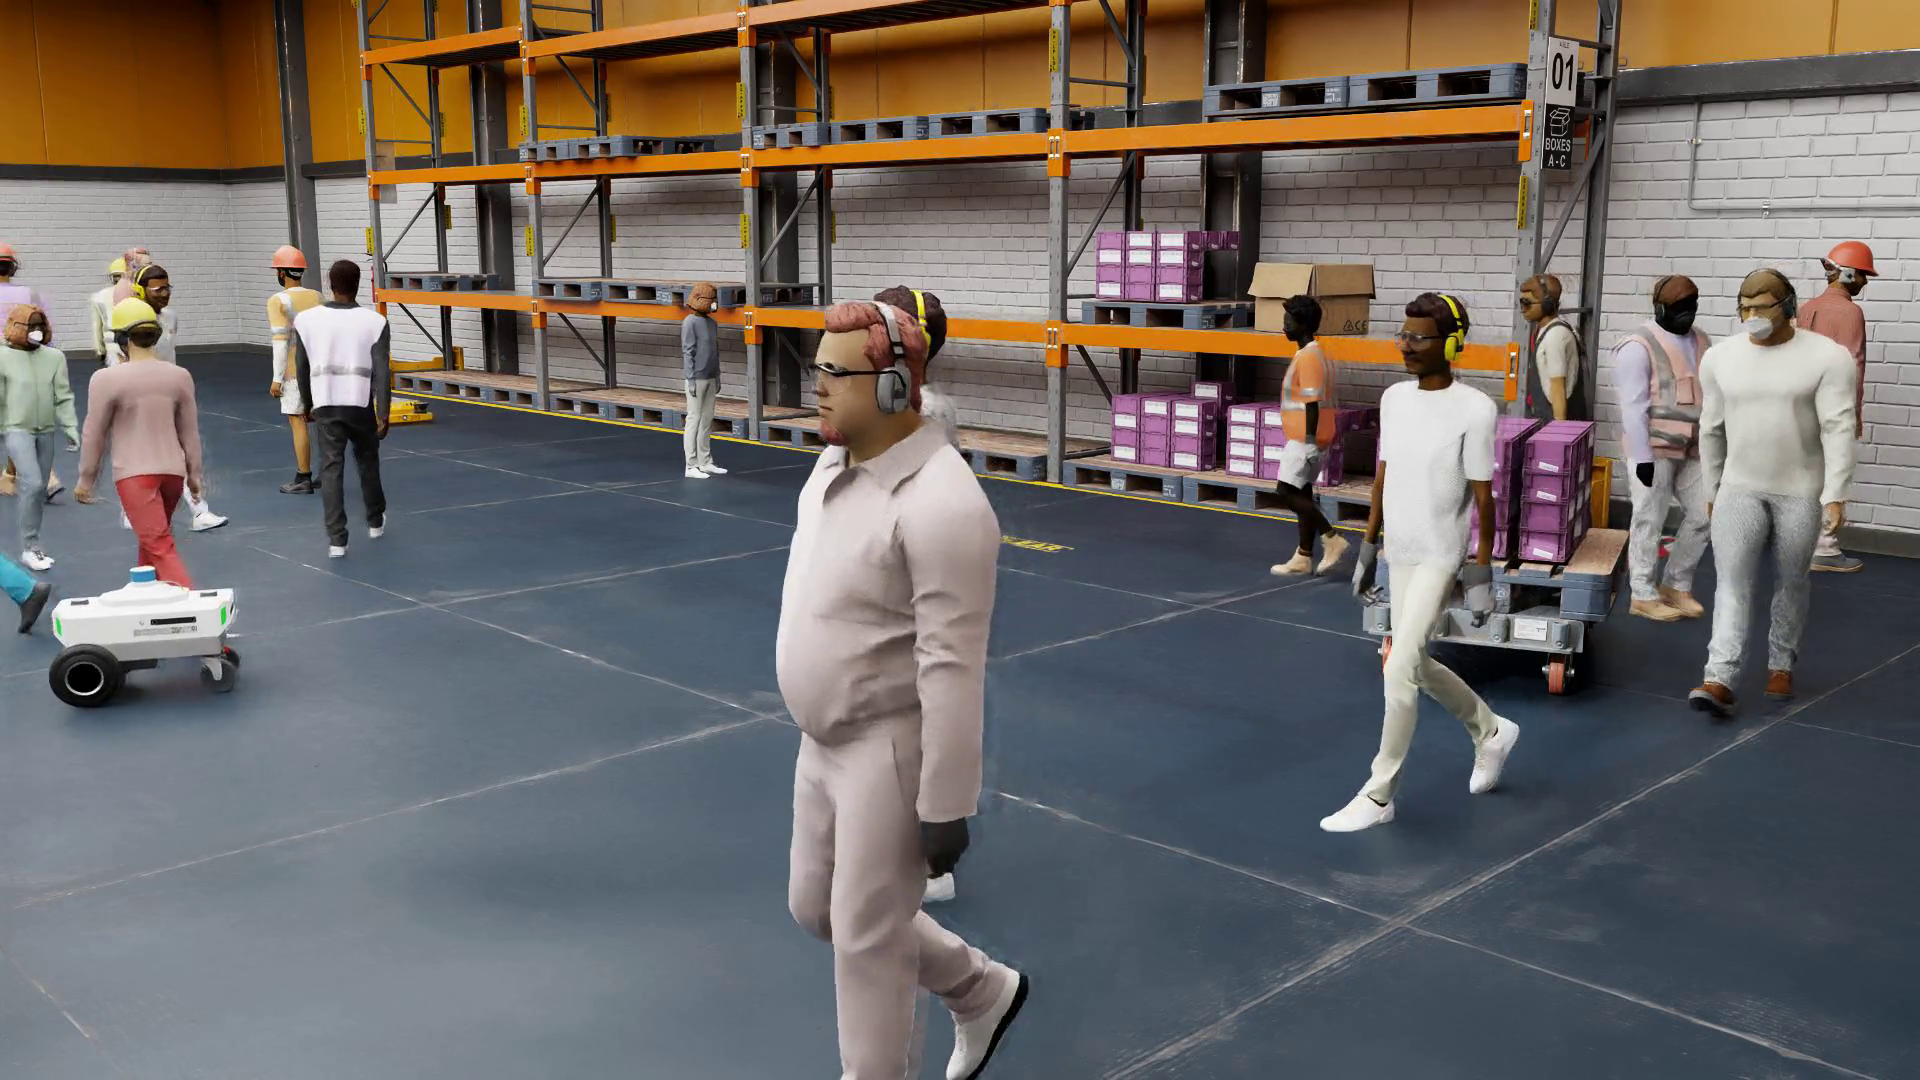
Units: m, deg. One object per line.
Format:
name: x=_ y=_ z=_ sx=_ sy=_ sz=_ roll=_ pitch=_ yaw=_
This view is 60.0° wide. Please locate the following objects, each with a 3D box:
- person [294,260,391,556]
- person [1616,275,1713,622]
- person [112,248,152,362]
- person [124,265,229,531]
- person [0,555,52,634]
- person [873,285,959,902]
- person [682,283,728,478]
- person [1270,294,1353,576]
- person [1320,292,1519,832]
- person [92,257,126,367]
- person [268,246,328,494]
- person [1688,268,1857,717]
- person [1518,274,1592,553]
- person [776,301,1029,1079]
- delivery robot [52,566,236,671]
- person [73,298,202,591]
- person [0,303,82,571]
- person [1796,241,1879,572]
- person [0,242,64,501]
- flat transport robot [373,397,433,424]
person: x=-3.976 y=-0.867 z=10.774 sx=0.602 sy=1.859 sz=1.030 roll=-3 pitch=11 yaw=-14
person: x=3.690 y=-0.454 z=8.631 sx=0.644 sy=1.818 sz=0.511 roll=-5 pitch=12 yaw=-27
person: x=-7.525 y=-1.725 z=15.345 sx=0.399 sy=1.900 sz=0.678 roll=-3 pitch=11 yaw=-14
person: x=-5.398 y=-0.937 z=11.260 sx=0.933 sy=1.815 sz=0.520 roll=4 pitch=11 yaw=22
person: x=-5.075 y=-0.393 z=8.344 sx=0.841 sy=1.811 sz=0.565 roll=-2 pitch=11 yaw=-9
person: x=-0.161 y=0.173 z=5.054 sx=0.322 sy=1.876 sz=0.531 roll=0 pitch=10 yaw=1
person: x=-2.155 y=-1.336 z=13.963 sx=0.277 sy=1.628 sz=0.500 roll=4 pitch=11 yaw=22
person: x=2.052 y=-0.593 z=9.755 sx=0.407 sy=1.680 sz=0.531 roll=3 pitch=11 yaw=16
person: x=1.640 y=0.065 z=5.747 sx=0.855 sy=1.847 sz=0.523 roll=-5 pitch=11 yaw=-24
person: x=-8.488 y=-1.963 z=16.903 sx=0.601 sy=1.802 sz=0.835 roll=-2 pitch=11 yaw=-8
person: x=-5.192 y=-1.326 z=13.052 sx=0.368 sy=1.939 sz=0.542 roll=5 pitch=11 yaw=25
person: x=3.386 y=-0.187 z=6.998 sx=0.655 sy=1.870 sz=1.029 roll=7 pitch=13 yaw=35
person: x=3.371 y=-0.635 z=9.655 sx=0.787 sy=1.793 sz=0.631 roll=4 pitch=11 yaw=23
person: x=-0.138 y=0.440 z=3.540 sx=0.619 sy=1.892 sz=0.659 roll=-5 pitch=12 yaw=-25
delivery robot: x=-3.602 y=0.361 z=7.373 sx=0.707 sy=0.478 sz=0.477 roll=-4 pitch=11 yaw=-19
person: x=-3.987 y=-0.318 z=8.152 sx=0.904 sy=1.720 sz=0.533 roll=6 pitch=12 yaw=28
person: x=-5.603 y=-0.625 z=10.100 sx=0.563 sy=1.609 sz=0.494 roll=5 pitch=11 yaw=25
person: x=5.293 y=-0.808 z=10.103 sx=0.393 sy=1.985 sz=0.610 roll=-1 pitch=10 yaw=-4
person: x=-7.197 y=-1.275 z=12.645 sx=1.039 sy=2.004 sz=0.621 roll=7 pitch=12 yaw=32
flat transport robot: x=-6.436 y=-1.438 z=18.214 sx=1.431 sy=0.197 sz=0.652 roll=10 pitch=14 yaw=43
